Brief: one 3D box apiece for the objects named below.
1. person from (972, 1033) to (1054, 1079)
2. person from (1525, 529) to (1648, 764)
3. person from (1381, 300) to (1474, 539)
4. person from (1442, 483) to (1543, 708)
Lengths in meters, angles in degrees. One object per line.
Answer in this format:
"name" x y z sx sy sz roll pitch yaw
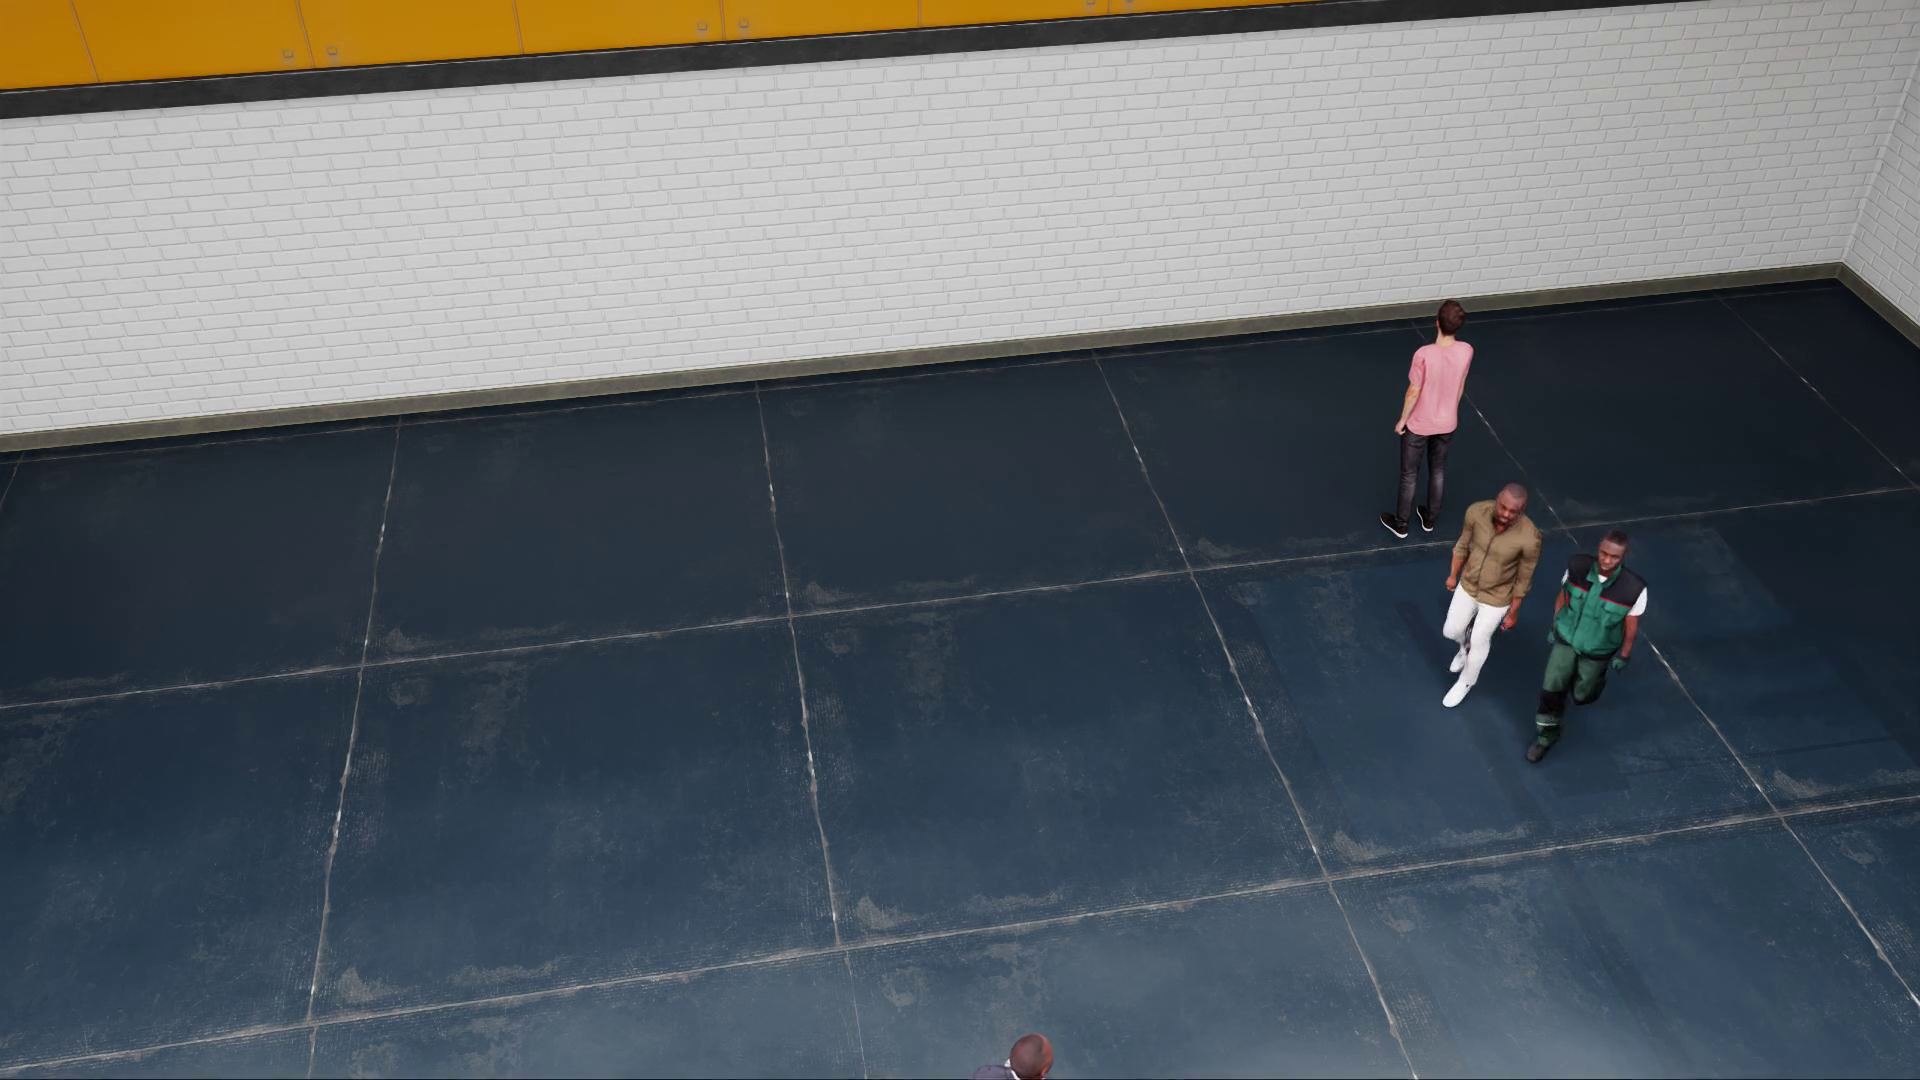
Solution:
"person" 0.300 2.878 7.672 0.786 1.824 0.846 24 44 27
"person" 3.990 0.603 10.530 1.096 1.811 1.128 28 46 30
"person" 3.466 -0.878 12.268 0.641 1.957 0.554 -10 40 -12
"person" 3.505 0.303 10.908 0.878 1.808 0.960 31 48 33
